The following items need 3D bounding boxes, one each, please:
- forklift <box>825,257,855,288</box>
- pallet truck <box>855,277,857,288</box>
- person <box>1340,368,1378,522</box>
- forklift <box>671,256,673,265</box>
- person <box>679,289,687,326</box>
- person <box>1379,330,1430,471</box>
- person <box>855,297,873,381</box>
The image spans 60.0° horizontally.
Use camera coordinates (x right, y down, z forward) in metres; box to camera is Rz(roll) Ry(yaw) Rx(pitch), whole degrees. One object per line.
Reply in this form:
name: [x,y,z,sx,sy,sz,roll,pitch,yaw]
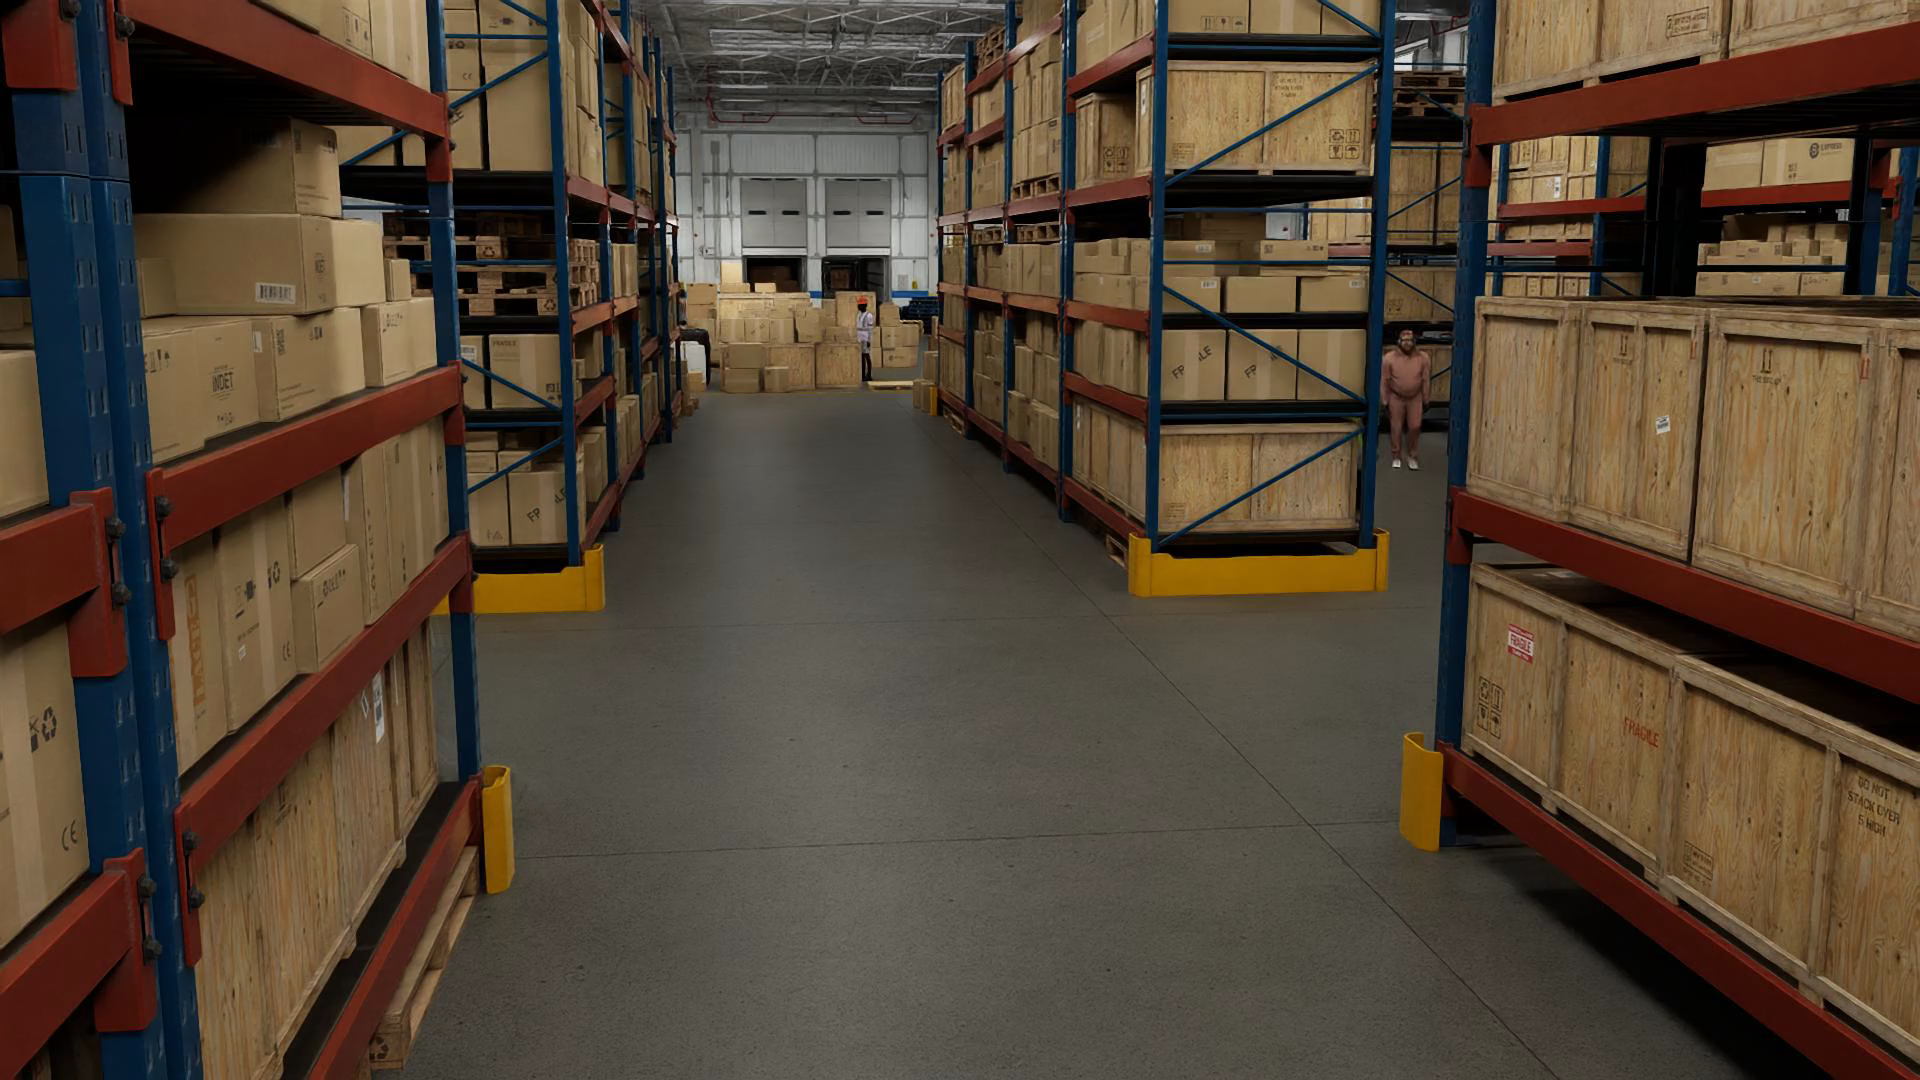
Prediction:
forklift: [-3.492,-6.850,48.444,1.129,2.768,1.873,-1,10,-7]
pallet truck: [-3.782,-9.391,65.808,1.885,1.965,0.823,2,10,10]
person: [4.223,-1.030,18.054,0.471,1.679,0.677,-8,13,-39]
forklift: [-10.987,-9.066,61.344,1.129,2.768,1.873,-1,10,-7]
person: [-9.836,-7.982,58.524,0.487,1.687,0.540,3,10,18]
person: [5.981,-1.865,22.349,0.675,1.872,0.847,2,10,10]
person: [-2.223,-4.596,38.066,0.364,1.935,0.553,-7,12,-34]
